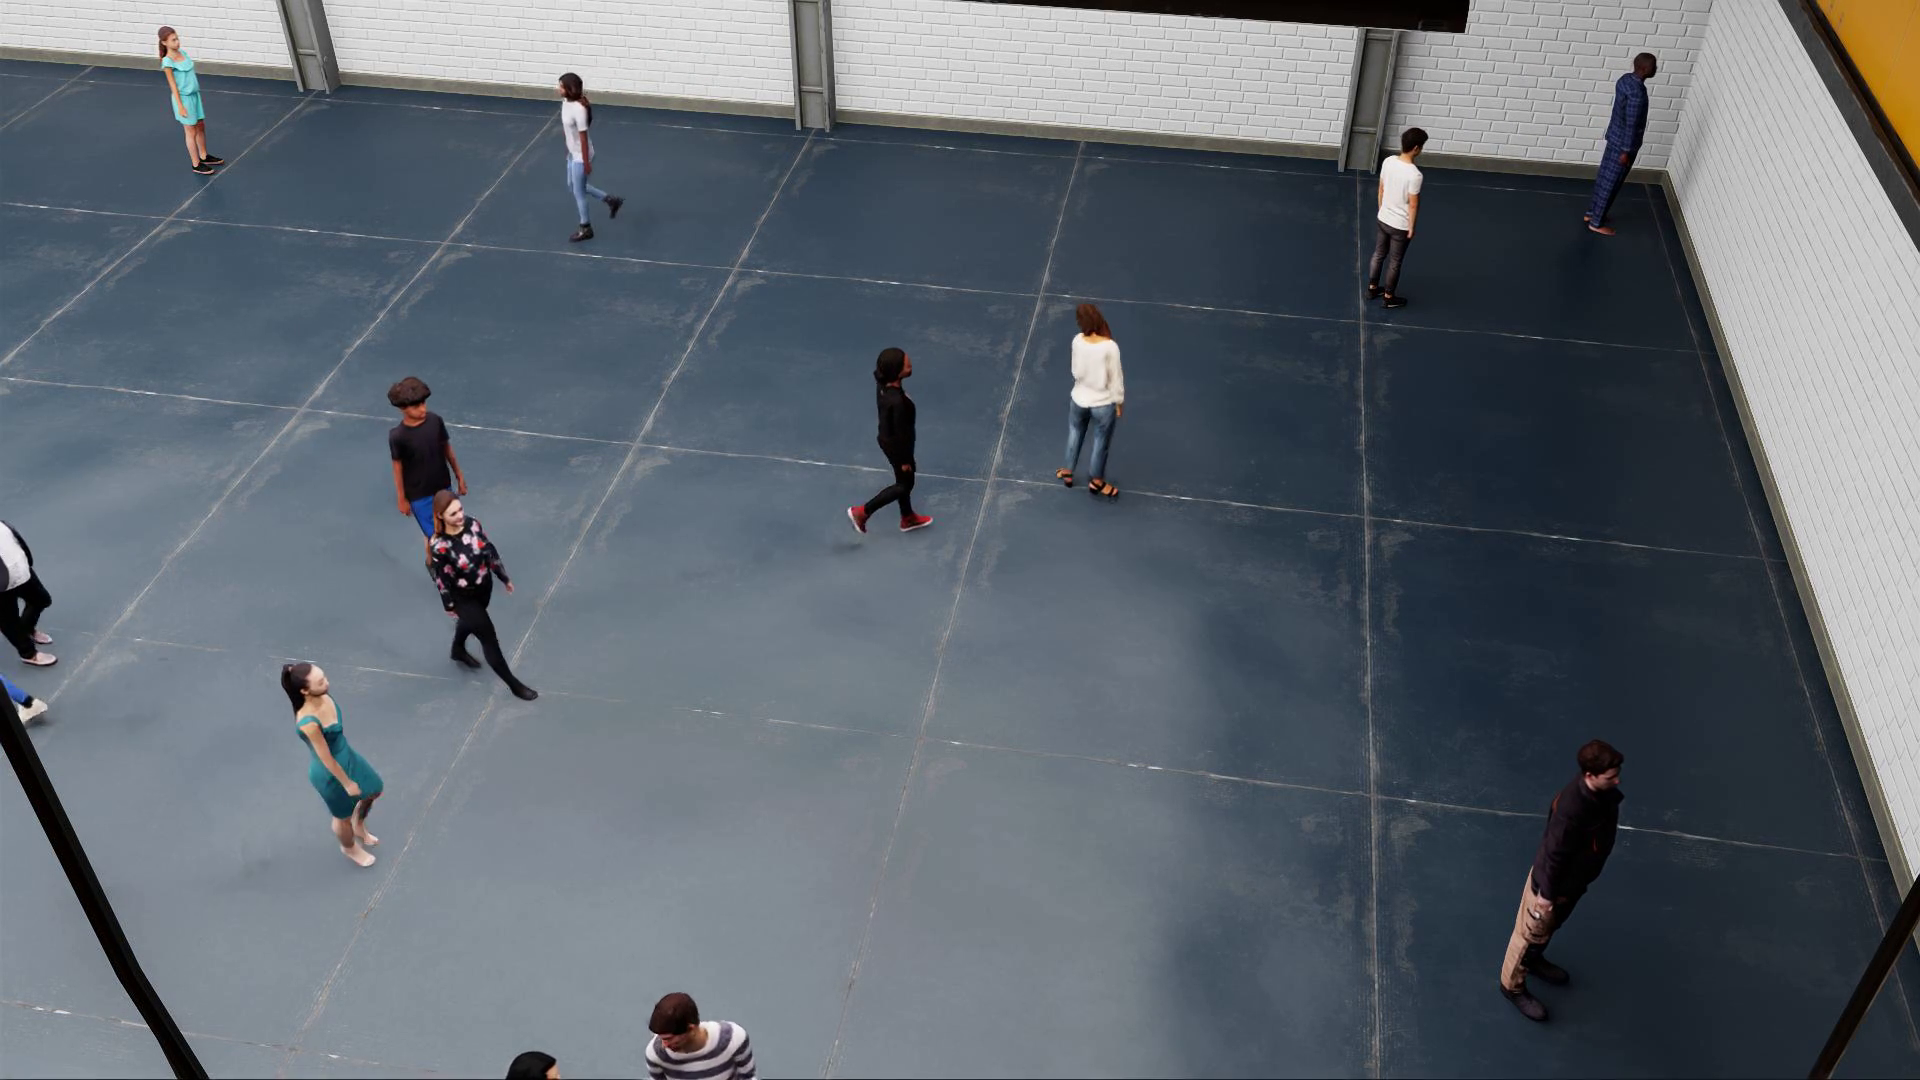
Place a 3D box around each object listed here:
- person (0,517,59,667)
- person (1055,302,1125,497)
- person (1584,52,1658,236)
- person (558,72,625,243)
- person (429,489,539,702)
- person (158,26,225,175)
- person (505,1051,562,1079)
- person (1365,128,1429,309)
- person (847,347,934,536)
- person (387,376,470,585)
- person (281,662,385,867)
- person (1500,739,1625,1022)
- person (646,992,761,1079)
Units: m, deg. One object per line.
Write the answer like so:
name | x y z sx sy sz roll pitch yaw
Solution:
person | -6.628 0.226 11.342 0.655 1.586 0.660 5 39 6
person | 1.068 -1.052 12.889 0.839 1.652 0.717 -21 43 -24
person | 6.503 -3.918 16.341 0.602 1.824 0.682 3 39 4
person | -3.637 -3.754 16.224 0.967 1.713 0.864 -17 42 -20
person | -3.346 0.321 11.178 1.132 1.642 0.797 18 42 21
person | -8.111 -4.634 17.451 0.517 1.558 0.545 5 39 6
person | -1.895 2.951 7.838 0.653 1.700 0.684 -5 39 -7
person | 3.984 -2.954 15.220 0.737 1.716 0.700 -20 43 -23
person | -0.535 -0.685 12.426 1.025 1.657 0.873 -13 40 -16
person | -3.891 -0.417 11.987 0.771 1.786 0.754 27 46 30
person | -3.781 1.359 9.851 0.598 1.675 0.583 -1 39 -2
person | 3.291 1.812 9.084 0.788 1.924 0.790 28 46 30
person | -1.221 2.729 8.017 0.701 1.824 0.883 -11 40 -13
